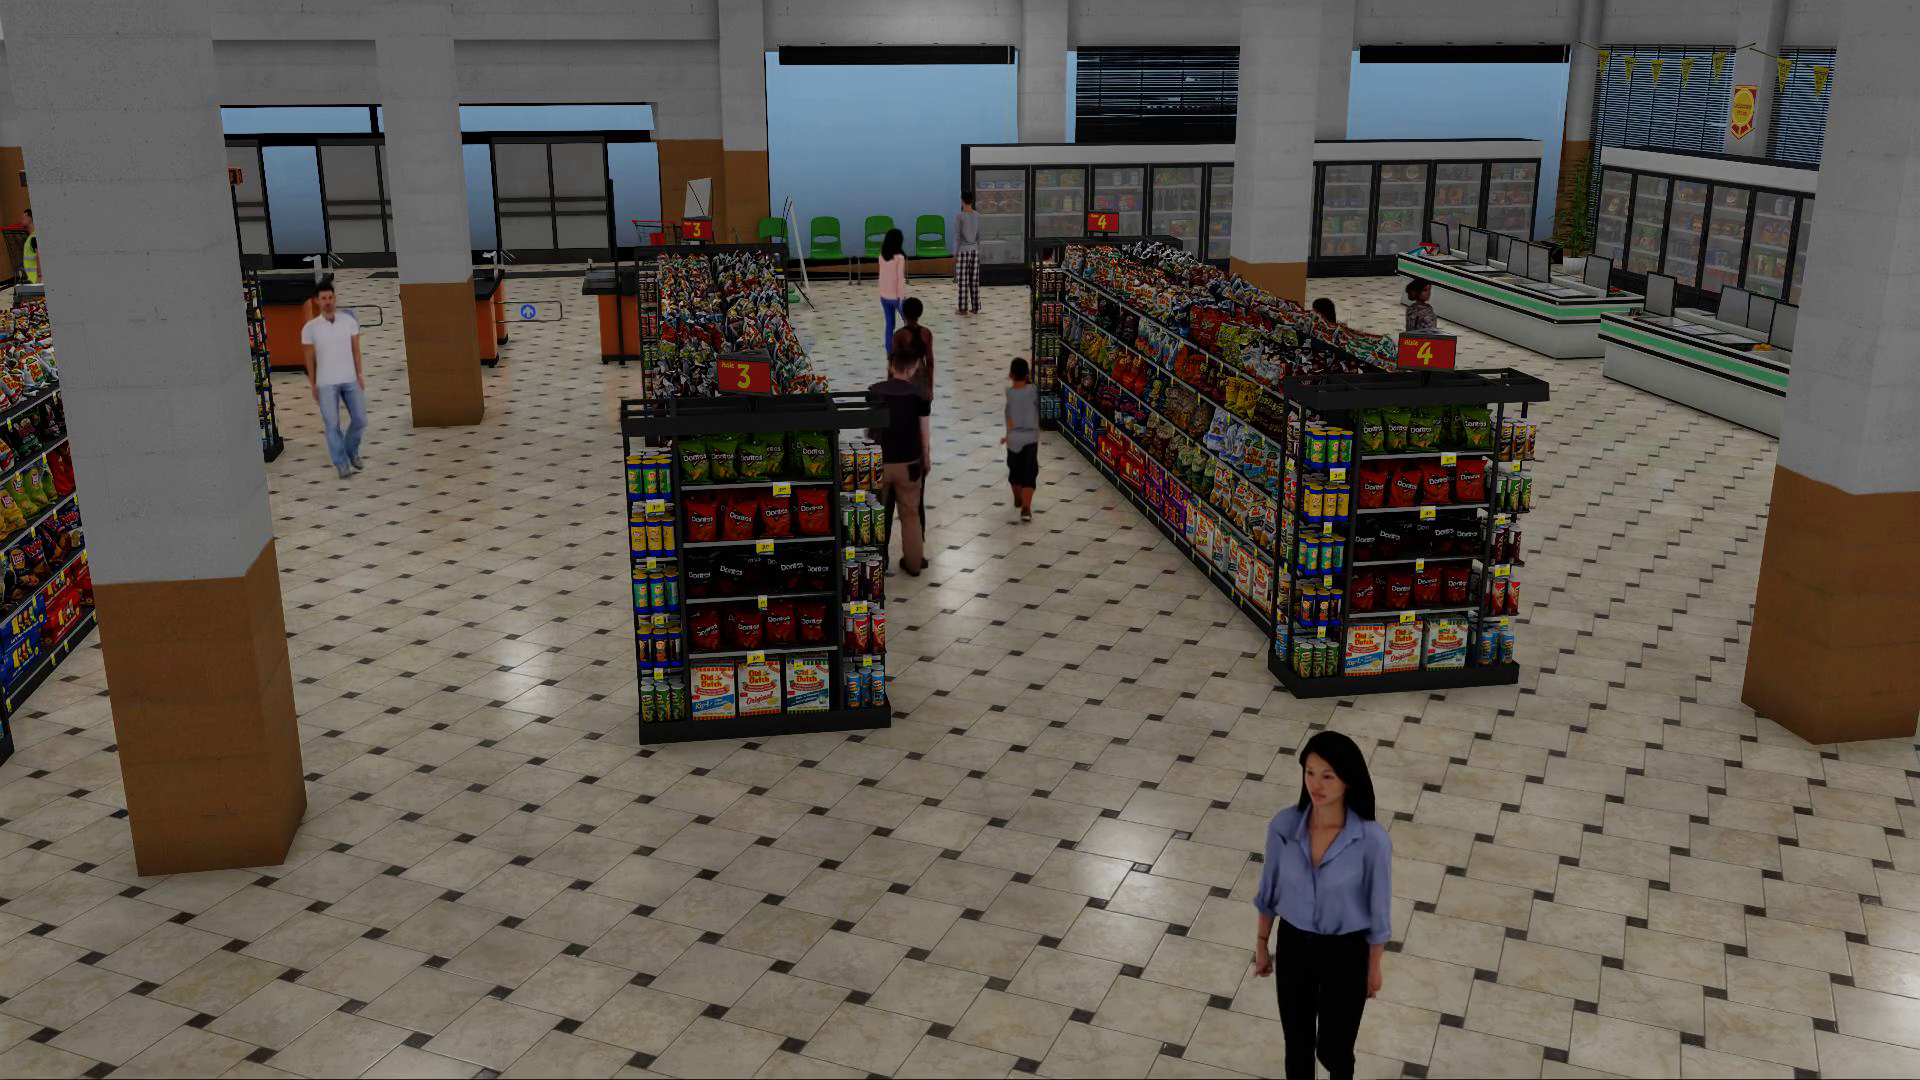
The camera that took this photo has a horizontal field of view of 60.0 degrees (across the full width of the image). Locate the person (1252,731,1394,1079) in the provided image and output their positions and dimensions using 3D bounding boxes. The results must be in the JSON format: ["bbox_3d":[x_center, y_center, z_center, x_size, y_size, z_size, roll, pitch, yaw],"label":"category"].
[{"bbox_3d":[1.357,1.499,6.082,0.829,1.731,0.887,10,20,30],"label":"person"}]

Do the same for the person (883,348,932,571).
[{"bbox_3d":[-0.459,-0.646,13.106,0.621,1.754,0.521,-3,17,-11],"label":"person"}]

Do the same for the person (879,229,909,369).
[{"bbox_3d":[-0.895,-3.014,20.897,0.738,1.759,0.821,15,23,41],"label":"person"}]

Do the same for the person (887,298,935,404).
[{"bbox_3d":[-0.418,-1.443,15.875,0.738,1.671,0.981,-8,19,-26],"label":"person"}]

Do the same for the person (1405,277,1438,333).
[{"bbox_3d":[4.690,-1.840,17.111,0.676,1.714,0.710,-14,22,-38],"label":"person"}]

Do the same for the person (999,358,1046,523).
[{"bbox_3d":[0.554,-0.899,14.511,0.710,1.422,1.066,1,17,3],"label":"person"}]

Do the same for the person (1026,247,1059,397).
[{"bbox_3d":[0.930,-2.457,18.939,1.010,1.832,1.040,-14,22,-39],"label":"person"}]

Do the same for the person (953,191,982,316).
[{"bbox_3d":[0.116,-4.332,25.085,0.698,1.847,0.678,-11,20,-33],"label":"person"}]

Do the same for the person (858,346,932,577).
[{"bbox_3d":[-0.468,-0.577,12.774,0.928,1.816,0.838,-1,17,-3],"label":"person"}]

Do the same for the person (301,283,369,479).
[{"bbox_3d":[-5.942,-1.523,15.829,0.790,1.851,0.818,-10,19,-29],"label":"person"}]

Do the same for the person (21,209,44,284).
[{"bbox_3d":[-12.473,-3.569,22.576,0.809,1.847,0.714,-6,18,-20],"label":"person"}]
